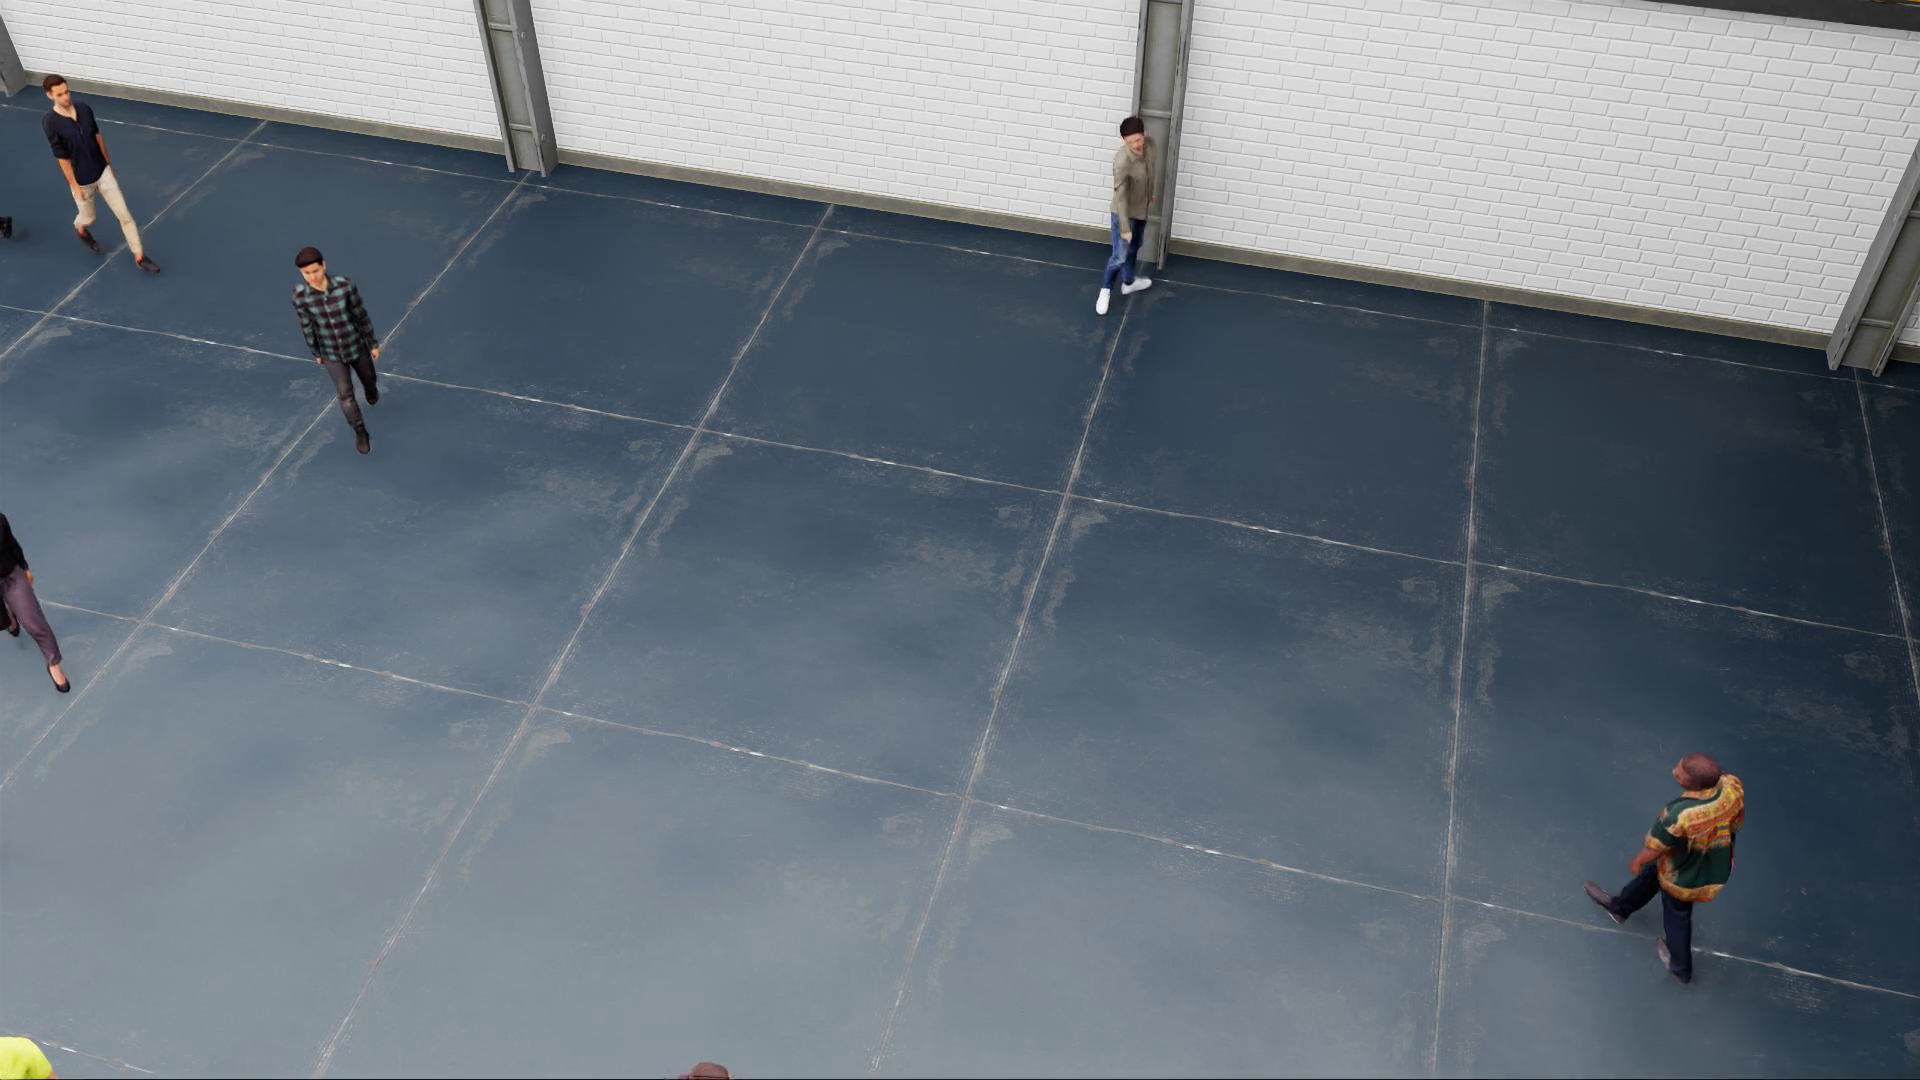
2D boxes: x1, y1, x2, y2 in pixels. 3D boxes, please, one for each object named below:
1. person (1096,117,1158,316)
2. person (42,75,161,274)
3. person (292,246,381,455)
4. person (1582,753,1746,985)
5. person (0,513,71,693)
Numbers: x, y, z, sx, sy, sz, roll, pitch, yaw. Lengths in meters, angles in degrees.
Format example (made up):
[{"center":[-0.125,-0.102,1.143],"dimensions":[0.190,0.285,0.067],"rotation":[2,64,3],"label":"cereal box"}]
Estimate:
[{"center":[1.447,-2.805,13.935],"dimensions":[0.753,1.841,0.900],"rotation":[14,45,15],"label":"person"},{"center":[-7.548,-3.145,14.301],"dimensions":[1.233,1.828,0.925],"rotation":[28,50,26],"label":"person"},{"center":[-4.628,-1.524,12.494],"dimensions":[1.073,1.694,1.054],"rotation":[-15,46,-15],"label":"person"},{"center":[4.051,1.823,9.144],"dimensions":[1.097,1.748,1.172],"rotation":[-17,46,-17],"label":"person"},{"center":[-6.288,0.283,10.838],"dimensions":[0.982,1.642,1.091],"rotation":[-26,50,-25],"label":"person"}]
